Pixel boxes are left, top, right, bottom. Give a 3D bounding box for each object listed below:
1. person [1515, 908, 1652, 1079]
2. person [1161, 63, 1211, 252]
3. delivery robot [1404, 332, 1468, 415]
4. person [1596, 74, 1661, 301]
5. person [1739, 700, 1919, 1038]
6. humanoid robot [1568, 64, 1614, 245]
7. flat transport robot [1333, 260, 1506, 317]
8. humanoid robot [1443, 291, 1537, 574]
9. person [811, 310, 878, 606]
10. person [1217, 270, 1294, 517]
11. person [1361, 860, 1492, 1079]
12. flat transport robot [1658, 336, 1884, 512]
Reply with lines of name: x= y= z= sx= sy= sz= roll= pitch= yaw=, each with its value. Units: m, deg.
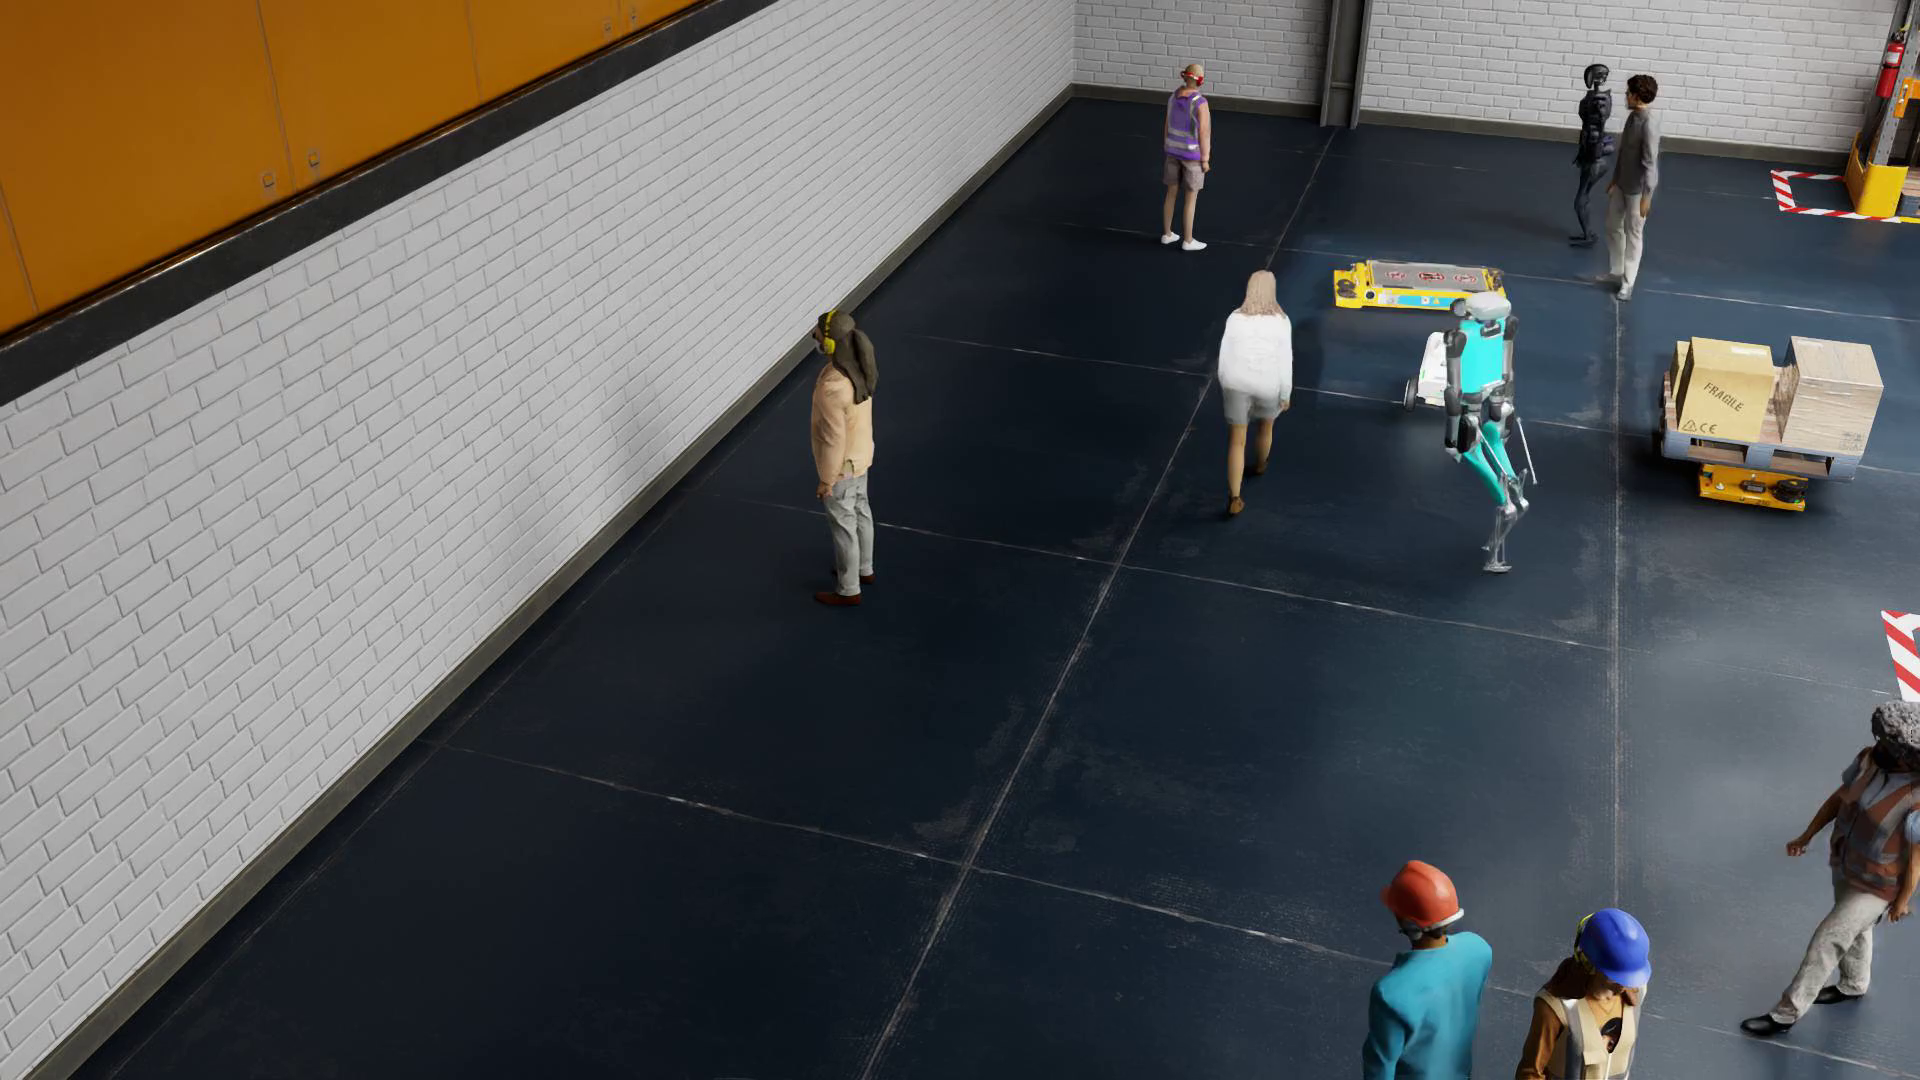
person: x=2.123 y=1.968 z=5.787 sx=0.481 sy=1.776 sz=0.321 roll=-11 pitch=32 yaw=-18
person: x=2.058 y=-3.479 z=15.137 sx=0.341 sy=1.692 sz=0.494 roll=-25 pitch=39 yaw=-36
delivery robot: x=3.650 y=-1.285 z=12.501 sx=0.499 sy=0.566 sz=0.739 roll=10 pitch=32 yaw=16
person: x=5.739 y=-2.978 z=14.106 sx=0.403 sy=1.886 sz=0.707 roll=-2 pitch=31 yaw=-4
person: x=3.673 y=1.370 z=6.919 sx=0.763 sy=1.661 sz=0.457 roll=-3 pitch=31 yaw=-5
humanoid robot: x=5.809 y=-3.537 z=15.261 sx=0.414 sy=1.631 sz=0.609 roll=2 pitch=31 yaw=4
flat transport robot: x=3.959 y=-2.165 z=14.309 sx=1.431 sy=0.231 sz=0.659 roll=5 pitch=31 yaw=8
humanoid robot: x=3.311 y=-0.581 z=10.190 sx=0.554 sy=1.789 sz=0.834 roll=-15 pitch=34 yaw=-24
person: x=-0.670 y=-0.475 z=9.850 sx=0.401 sy=1.875 sz=0.566 roll=10 pitch=32 yaw=16
person: x=1.943 y=-1.017 z=11.020 sx=0.504 sy=1.606 sz=0.912 roll=7 pitch=31 yaw=12
person: x=1.608 y=1.892 z=5.979 sx=0.579 sy=1.715 sz=0.607 roll=-18 pitch=35 yaw=-28
flat transport robot: x=5.544 y=-0.640 z=11.714 sx=0.659 sy=0.231 sz=1.431 roll=10 pitch=32 yaw=16
